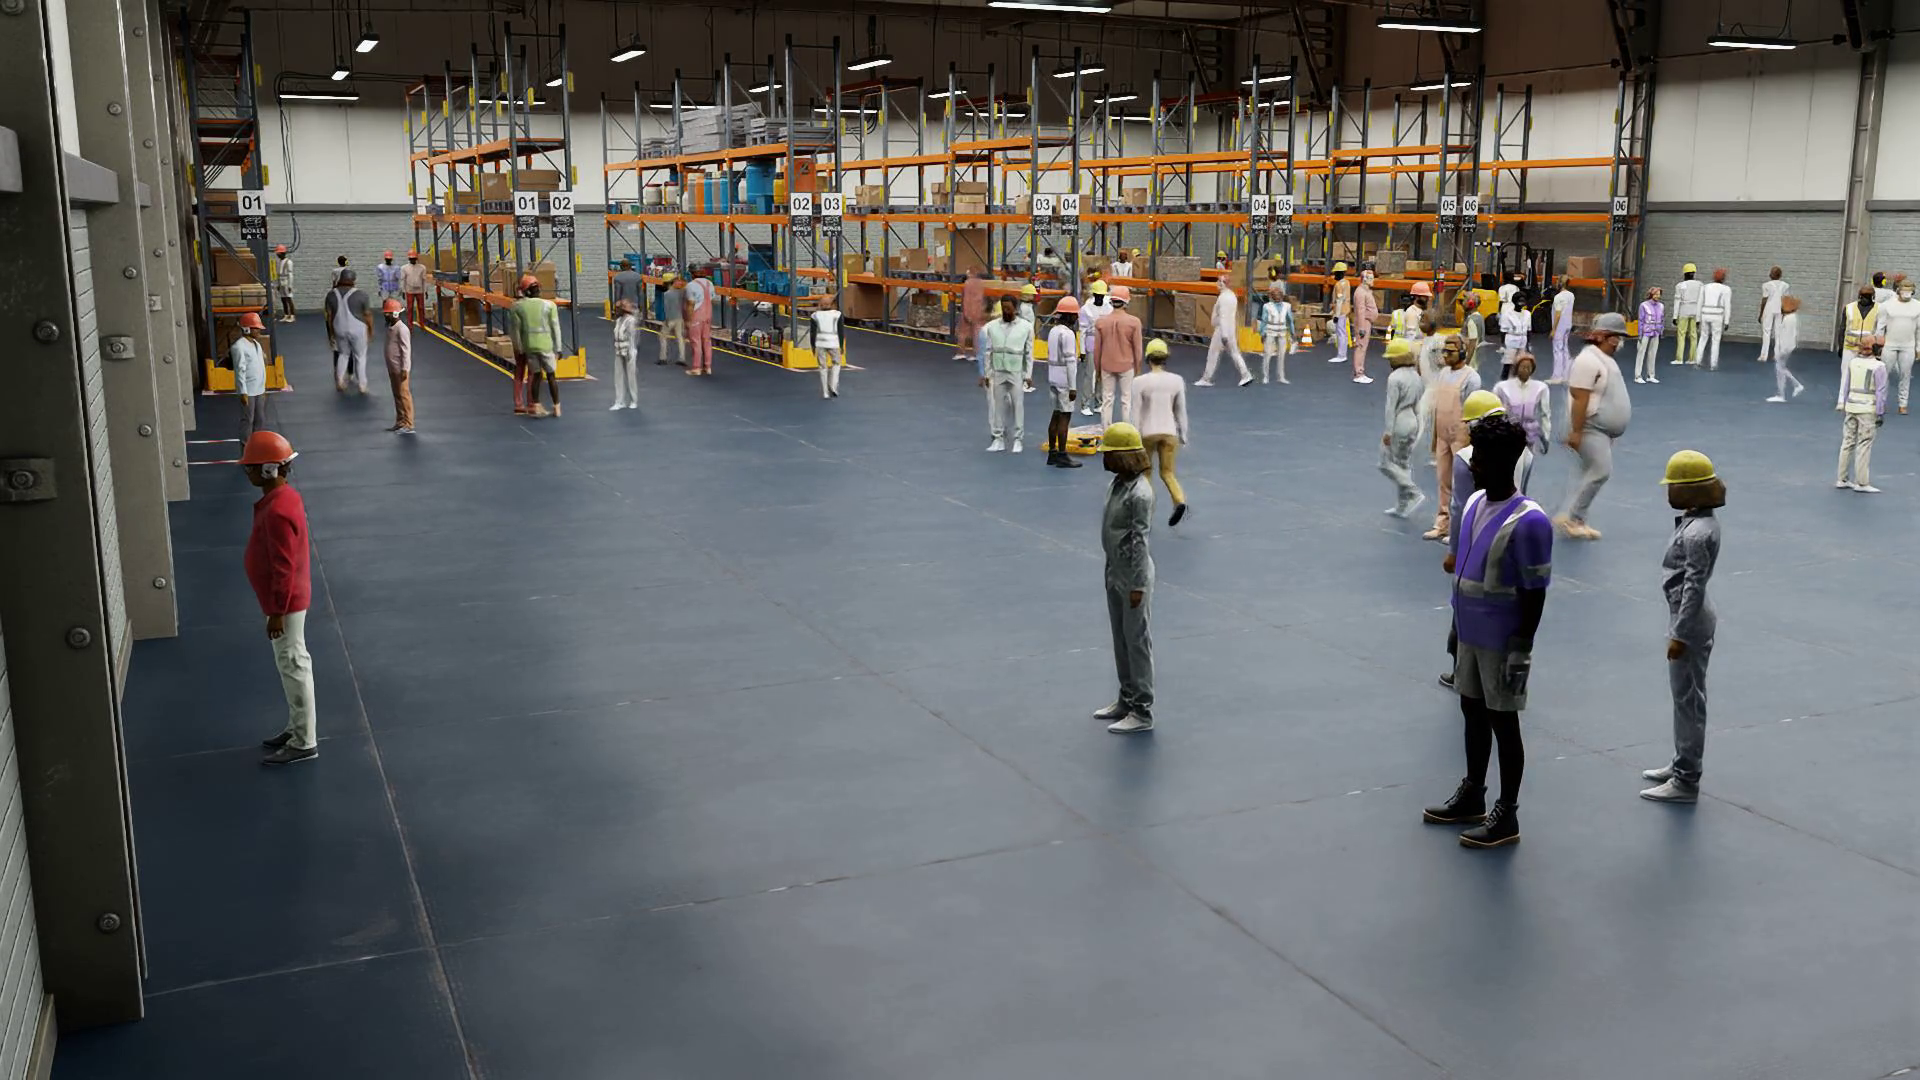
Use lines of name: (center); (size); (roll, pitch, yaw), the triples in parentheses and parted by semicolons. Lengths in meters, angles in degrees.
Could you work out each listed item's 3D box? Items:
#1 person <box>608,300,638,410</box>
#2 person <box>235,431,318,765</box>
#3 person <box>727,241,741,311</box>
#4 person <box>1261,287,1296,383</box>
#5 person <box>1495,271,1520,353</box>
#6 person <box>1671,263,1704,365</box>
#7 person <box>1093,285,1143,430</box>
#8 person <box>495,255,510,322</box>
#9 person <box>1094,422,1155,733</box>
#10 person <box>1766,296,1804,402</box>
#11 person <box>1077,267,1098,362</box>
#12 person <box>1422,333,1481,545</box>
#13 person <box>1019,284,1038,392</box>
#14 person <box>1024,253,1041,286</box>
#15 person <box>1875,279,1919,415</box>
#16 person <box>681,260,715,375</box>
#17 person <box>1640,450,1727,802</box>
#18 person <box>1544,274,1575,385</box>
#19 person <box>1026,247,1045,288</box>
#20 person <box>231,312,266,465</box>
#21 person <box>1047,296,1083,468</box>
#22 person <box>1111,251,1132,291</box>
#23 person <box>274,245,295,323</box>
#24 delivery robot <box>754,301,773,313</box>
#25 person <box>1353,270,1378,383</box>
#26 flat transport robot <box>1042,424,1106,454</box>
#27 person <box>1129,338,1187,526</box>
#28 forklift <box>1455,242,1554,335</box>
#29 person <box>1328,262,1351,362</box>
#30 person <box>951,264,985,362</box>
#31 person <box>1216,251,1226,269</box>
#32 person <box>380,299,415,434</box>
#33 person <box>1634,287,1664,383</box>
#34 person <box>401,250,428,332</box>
person: (-4.927, -2.706, 24.415); (0.607, 1.608, 0.535); (9, 14, 39)
person: (-3.584, 0.296, 8.758); (0.324, 1.752, 0.563); (-4, 12, -20)
person: (-6.687, -7.756, 48.953); (0.514, 2.044, 0.818); (-7, 13, -32)
person: (5.380, -3.467, 28.197); (0.570, 1.640, 0.320); (-2, 11, -12)
person: (11.267, -4.690, 34.244); (0.540, 1.695, 0.317); (-6, 13, -29)
person: (13.850, -4.294, 31.674); (0.592, 1.919, 0.397); (-1, 11, -6)
person: (1.936, -2.103, 20.332); (0.612, 1.996, 0.388); (5, 12, 22)
person: (-12.166, -6.677, 44.167); (0.311, 1.768, 0.533); (-6, 13, -27)
person: (0.915, 0.205, 9.277); (0.331, 1.734, 0.480); (-4, 12, -17)
person: (12.641, -2.911, 25.390); (0.417, 1.616, 0.515); (7, 13, 31)
person: (2.596, -4.327, 32.050); (0.875, 1.822, 0.673); (-9, 14, -37)
person: (4.307, -0.881, 14.524); (0.348, 1.841, 0.501); (-5, 12, -23)
person: (1.089, -3.263, 26.899); (0.339, 1.733, 0.480); (2, 11, 8)
person: (2.119, -7.560, 48.287); (0.590, 1.903, 0.721); (-6, 12, -26)
person: (13.472, -2.765, 23.863); (0.627, 1.933, 0.373); (5, 12, 23)
person: (-4.714, -3.966, 29.688); (0.538, 2.000, 0.683); (6, 13, 29)
person: (3.544, 0.422, 8.169); (0.311, 1.735, 0.484); (6, 12, 26)
person: (10.117, -3.542, 28.032); (0.511, 1.845, 0.341); (-10, 15, -41)
person: (2.315, -8.120, 51.239); (0.638, 1.862, 0.996); (-1, 11, -4)
person: (-8.120, -1.738, 19.123); (0.350, 1.743, 0.563); (1, 11, 3)
person: (1.202, -1.792, 18.904); (0.375, 1.935, 0.551); (-4, 12, -20)
person: (4.250, -6.638, 43.666); (0.574, 1.886, 0.356); (-2, 11, -8)
person: (-17.773, -6.721, 43.719); (0.614, 2.035, 0.408); (9, 14, 37)
delivery robot: (-5.413, -6.520, 46.218); (0.477, 0.478, 0.707); (-9, 14, -40)
person: (6.896, -3.630, 28.323); (0.410, 1.909, 0.643); (4, 12, 19)
flat transport robot: (1.647, -1.254, 20.415); (0.652, 0.197, 1.431); (7, 13, 33)
person: (1.813, -0.950, 15.105); (0.550, 1.744, 0.599); (-3, 11, -13)
forklift: (13.047, -6.049, 39.881); (2.313, 2.155, 1.214); (-5, 12, -23)
person: (7.356, -4.405, 32.204); (0.382, 1.928, 0.587); (6, 13, 28)
person: (0.166, -4.417, 32.397); (0.694, 1.869, 0.652); (9, 14, 37)
person: (7.570, -7.513, 48.413); (0.314, 1.769, 0.523); (3, 11, 13)
person: (-7.391, -2.274, 21.818); (0.333, 1.749, 0.574); (-8, 14, -36)
person: (11.705, -3.472, 28.223); (0.514, 1.634, 0.313); (-4, 12, -18)
person: (-13.195, -6.020, 40.246); (0.623, 1.989, 0.401); (-5, 12, -24)
